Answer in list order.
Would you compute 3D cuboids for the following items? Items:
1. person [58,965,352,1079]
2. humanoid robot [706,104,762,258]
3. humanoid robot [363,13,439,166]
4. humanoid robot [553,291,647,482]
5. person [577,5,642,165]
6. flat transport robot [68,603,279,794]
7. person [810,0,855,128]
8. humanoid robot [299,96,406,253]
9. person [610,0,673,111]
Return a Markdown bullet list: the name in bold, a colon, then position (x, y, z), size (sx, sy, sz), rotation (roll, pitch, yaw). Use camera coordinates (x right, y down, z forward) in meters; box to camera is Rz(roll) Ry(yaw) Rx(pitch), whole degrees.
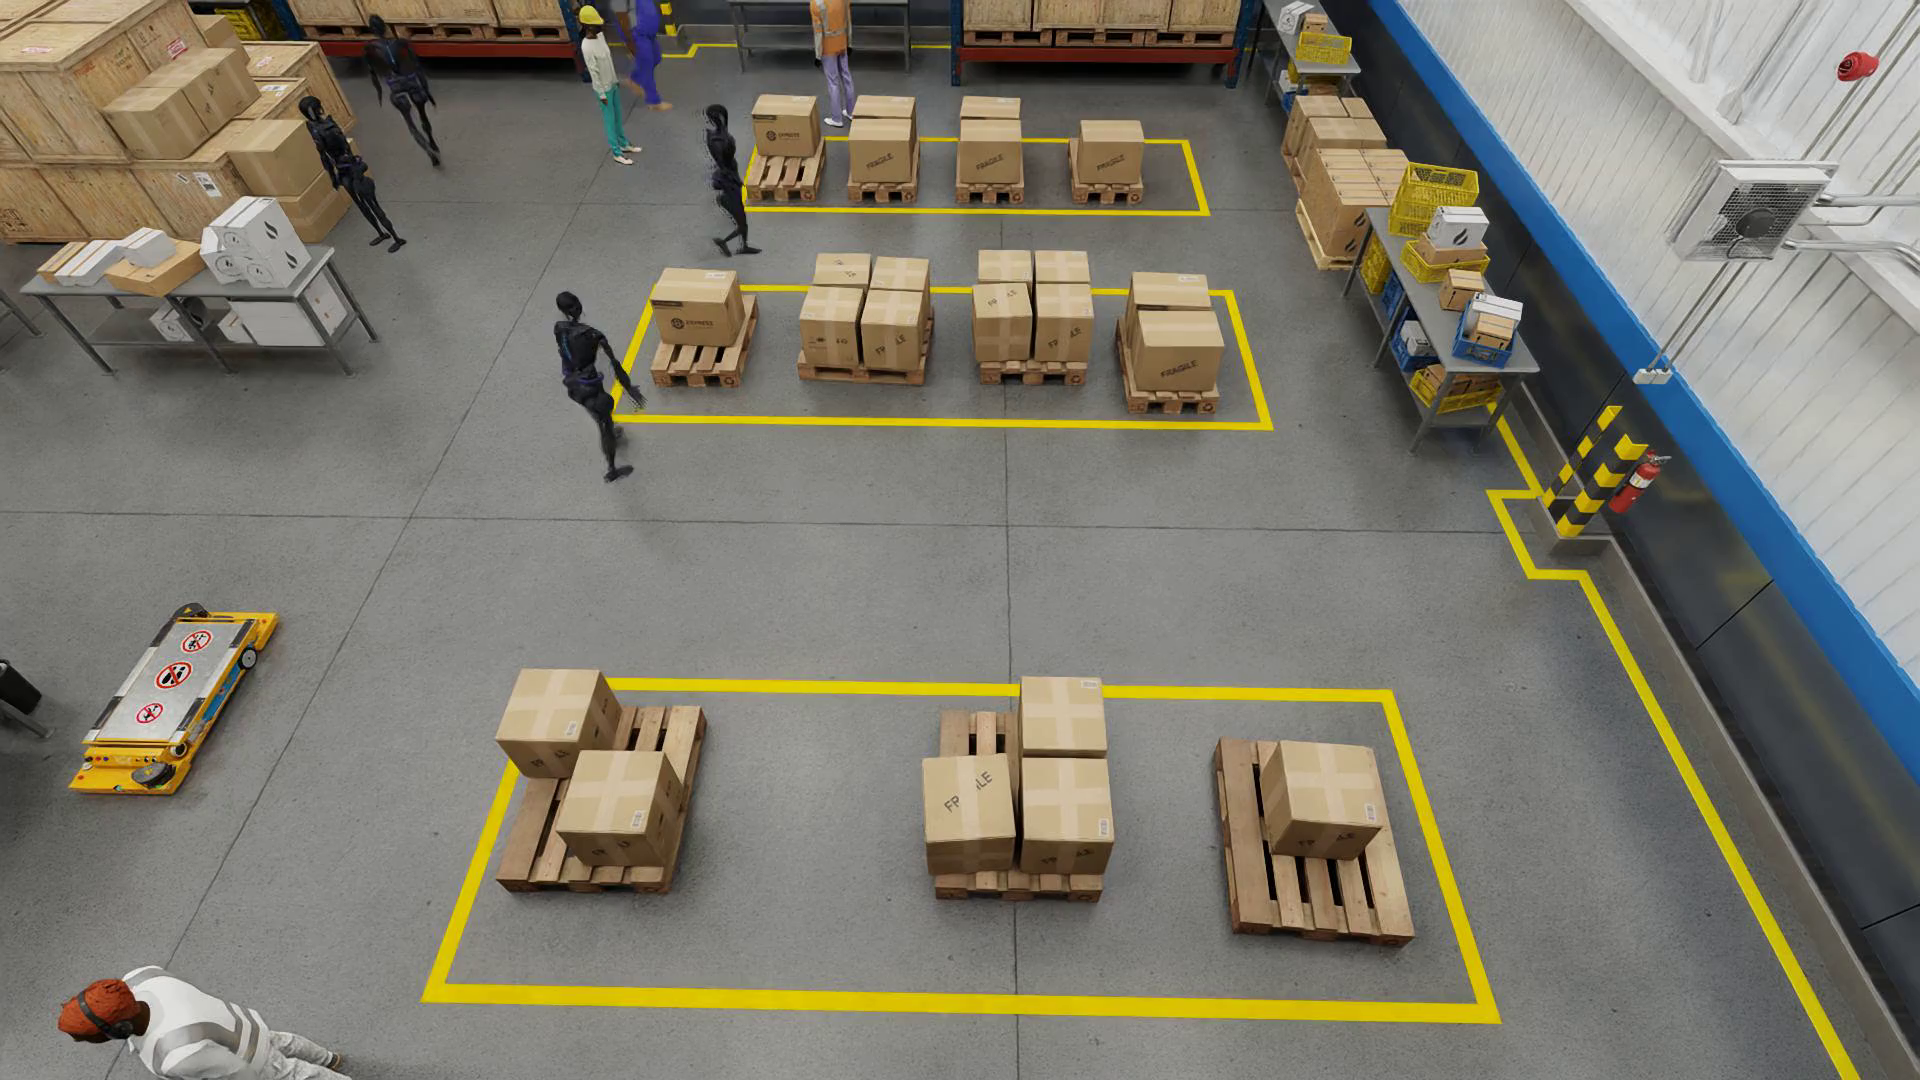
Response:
- **person**: position (-3.414, 2.402, 4.278), size (0.577, 1.882, 0.354), rotation (31, 56, 23)
- **humanoid robot**: position (-2.436, -3.702, 9.576), size (0.383, 1.655, 0.603), rotation (0, 50, 0)
- **humanoid robot**: position (-6.685, -5.398, 11.020), size (0.590, 1.628, 0.657), rotation (-31, 56, -24)
- **humanoid robot**: position (-3.001, -1.234, 7.508), size (0.661, 1.612, 0.556), rotation (26, 55, 20)
- **person**: position (-4.221, -5.437, 10.986), size (0.323, 1.765, 0.539), rotation (3, 50, 3)
- **flat transport robot**: position (-5.504, 1.072, 6.442), size (0.652, 0.197, 1.431), rotation (1, 50, 1)
- **person**: position (-1.610, -6.222, 11.545), size (0.382, 1.925, 0.591), rotation (37, 59, 27)
- **humanoid robot**: position (-6.472, -3.859, 9.706), size (0.570, 1.652, 0.316), rotation (20, 53, 16)
- **person**: position (-4.157, -6.575, 11.771), size (0.621, 2.000, 0.689), rotation (-1, 50, -1)
